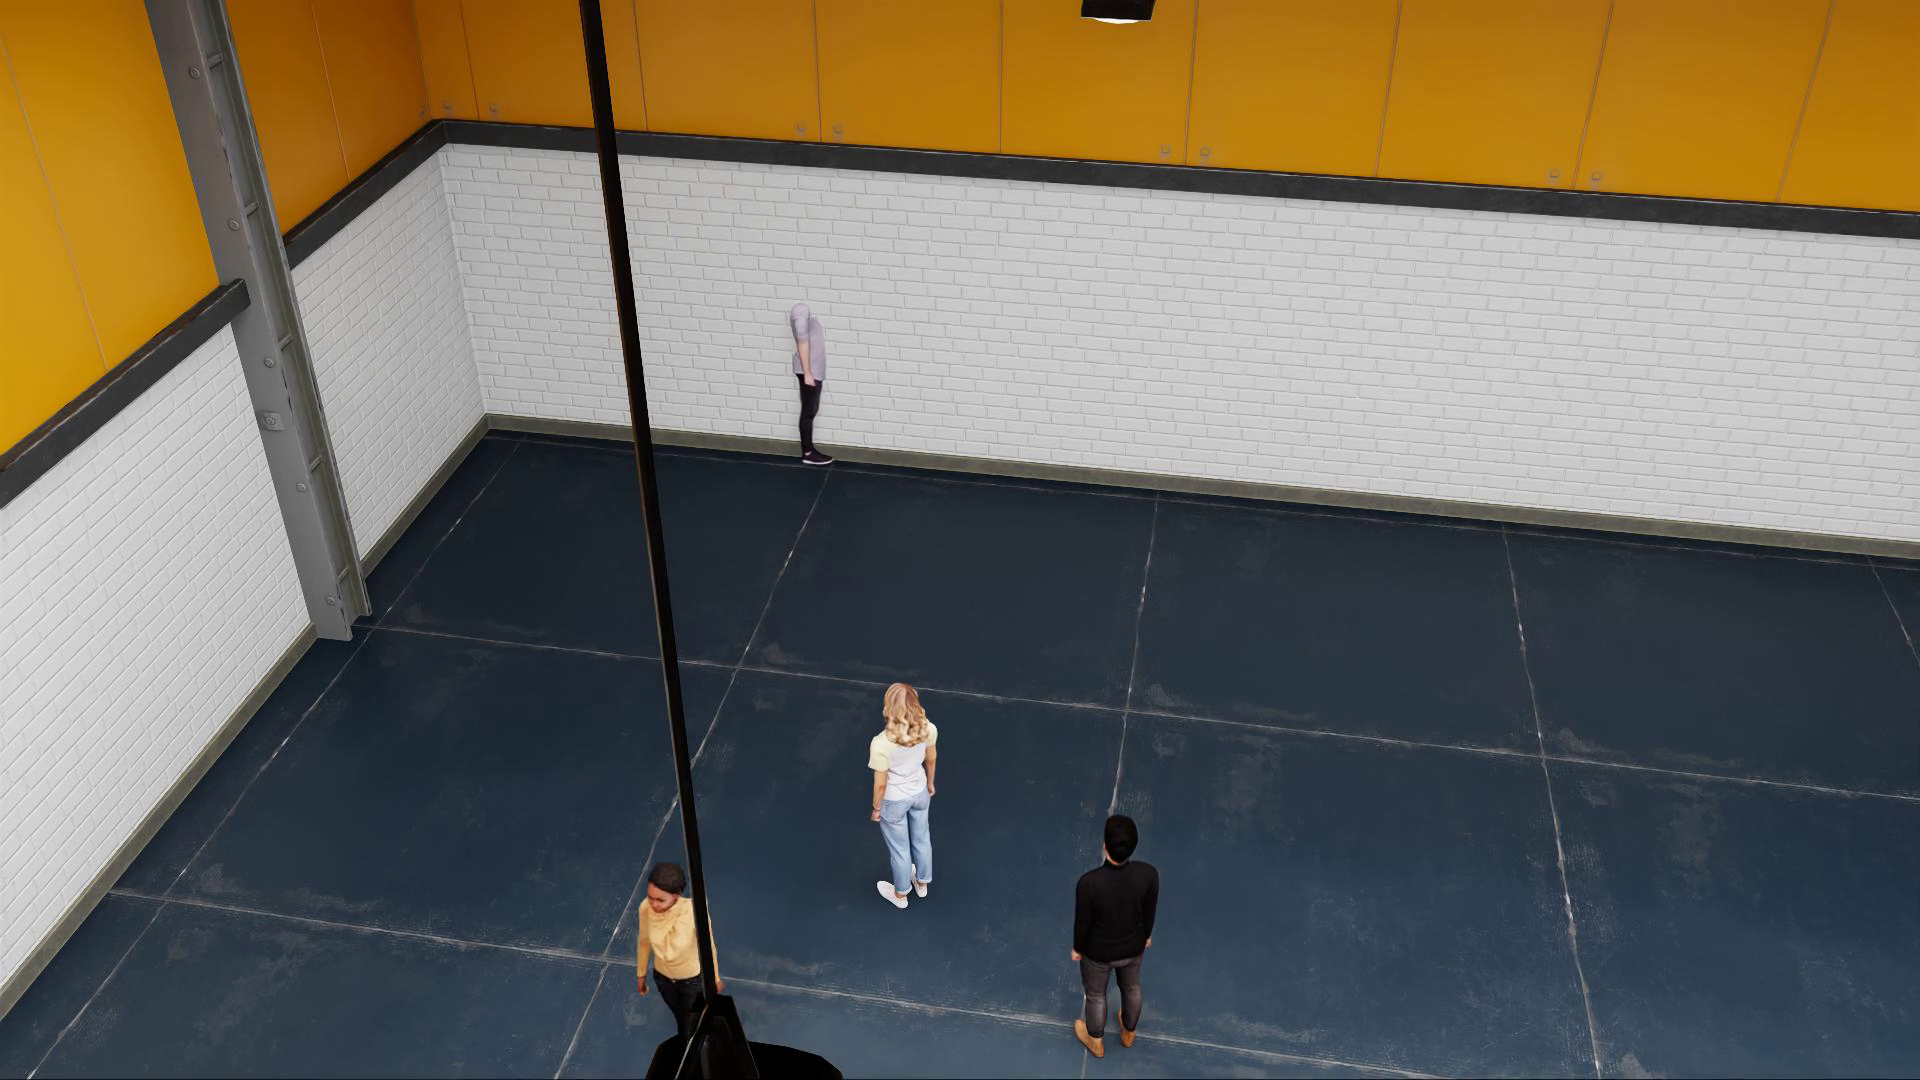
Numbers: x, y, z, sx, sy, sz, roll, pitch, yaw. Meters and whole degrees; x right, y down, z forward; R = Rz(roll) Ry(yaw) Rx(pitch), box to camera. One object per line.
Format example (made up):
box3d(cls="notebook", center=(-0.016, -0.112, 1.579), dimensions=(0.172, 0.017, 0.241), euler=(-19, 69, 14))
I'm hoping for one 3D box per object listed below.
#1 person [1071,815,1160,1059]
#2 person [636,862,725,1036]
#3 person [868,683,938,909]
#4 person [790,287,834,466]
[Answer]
box3d(cls="person", center=(0.866, 2.243, 9.376), dimensions=(0.720, 1.722, 0.695), euler=(-9, 35, -13))
box3d(cls="person", center=(-1.515, 2.365, 9.260), dimensions=(0.668, 1.647, 0.723), euler=(11, 35, 16))
box3d(cls="person", center=(-0.347, 1.593, 10.353), dimensions=(0.702, 1.723, 0.765), euler=(-22, 39, -29))
box3d(cls="person", center=(-1.360, -1.579, 15.024), dimensions=(0.754, 1.835, 0.559), euler=(2, 34, 2))
